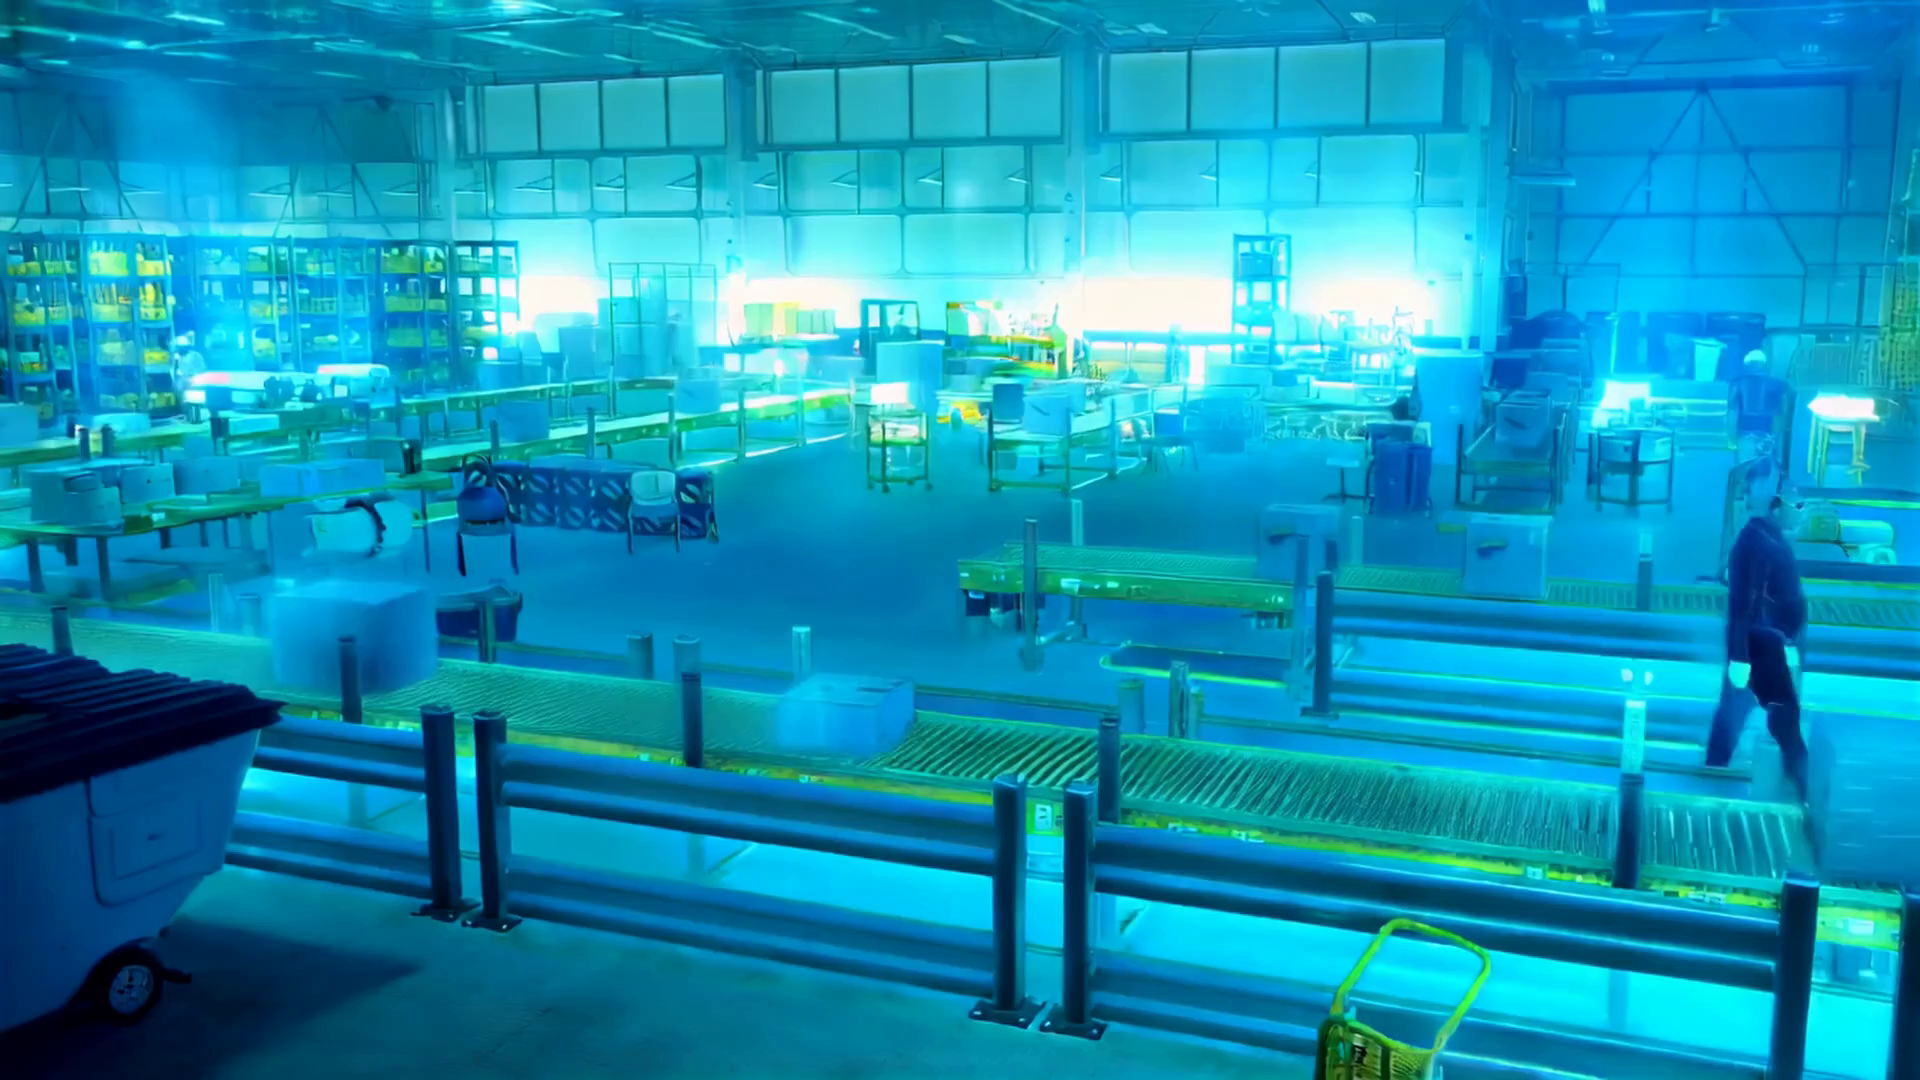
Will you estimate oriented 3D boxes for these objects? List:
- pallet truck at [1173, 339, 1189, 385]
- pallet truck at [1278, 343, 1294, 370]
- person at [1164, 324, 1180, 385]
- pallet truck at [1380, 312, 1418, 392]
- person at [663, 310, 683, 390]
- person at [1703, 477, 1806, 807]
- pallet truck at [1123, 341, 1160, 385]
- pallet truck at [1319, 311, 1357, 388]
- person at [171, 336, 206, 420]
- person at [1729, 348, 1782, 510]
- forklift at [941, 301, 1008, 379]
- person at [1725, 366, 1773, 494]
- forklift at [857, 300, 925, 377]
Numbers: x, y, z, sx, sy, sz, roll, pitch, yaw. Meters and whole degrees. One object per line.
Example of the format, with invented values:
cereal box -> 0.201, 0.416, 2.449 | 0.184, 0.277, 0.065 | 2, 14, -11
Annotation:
pallet truck -> 5.418, -4.269, 40.420 | 0.704, 1.261, 1.522 | 3, 10, 20
pallet truck -> 7.886, -4.163, 39.743 | 0.653, 1.274, 1.630 | 4, 10, 22
person -> 4.598, -3.790, 36.079 | 0.310, 1.769, 0.523 | 4, 10, 23
pallet truck -> 10.207, -4.283, 38.369 | 0.823, 1.965, 1.885 | 3, 10, 20
person -> -6.982, -4.583, 40.273 | 0.697, 1.969, 0.643 | -6, 11, -31
person -> 4.555, 0.596, 9.155 | 0.869, 1.872, 0.681 | 5, 11, 29
pallet truck -> 4.445, -4.380, 41.279 | 0.680, 1.201, 1.601 | 4, 10, 22
pallet truck -> 9.071, -4.419, 39.190 | 0.823, 1.965, 1.885 | 5, 10, 26
person -> -13.856, -2.796, 30.012 | 0.612, 1.798, 0.848 | 1, 9, 3
person -> 9.789, -1.347, 20.516 | 0.653, 2.019, 0.620 | 8, 12, 41
forklift -> 0.365, -4.966, 41.571 | 1.157, 1.987, 2.680 | 3, 10, 20
person -> 10.265, -1.467, 21.653 | 0.561, 1.888, 1.015 | 5, 11, 28
forklift -> -1.732, -5.109, 42.468 | 1.157, 1.987, 2.680 | 4, 10, 22
